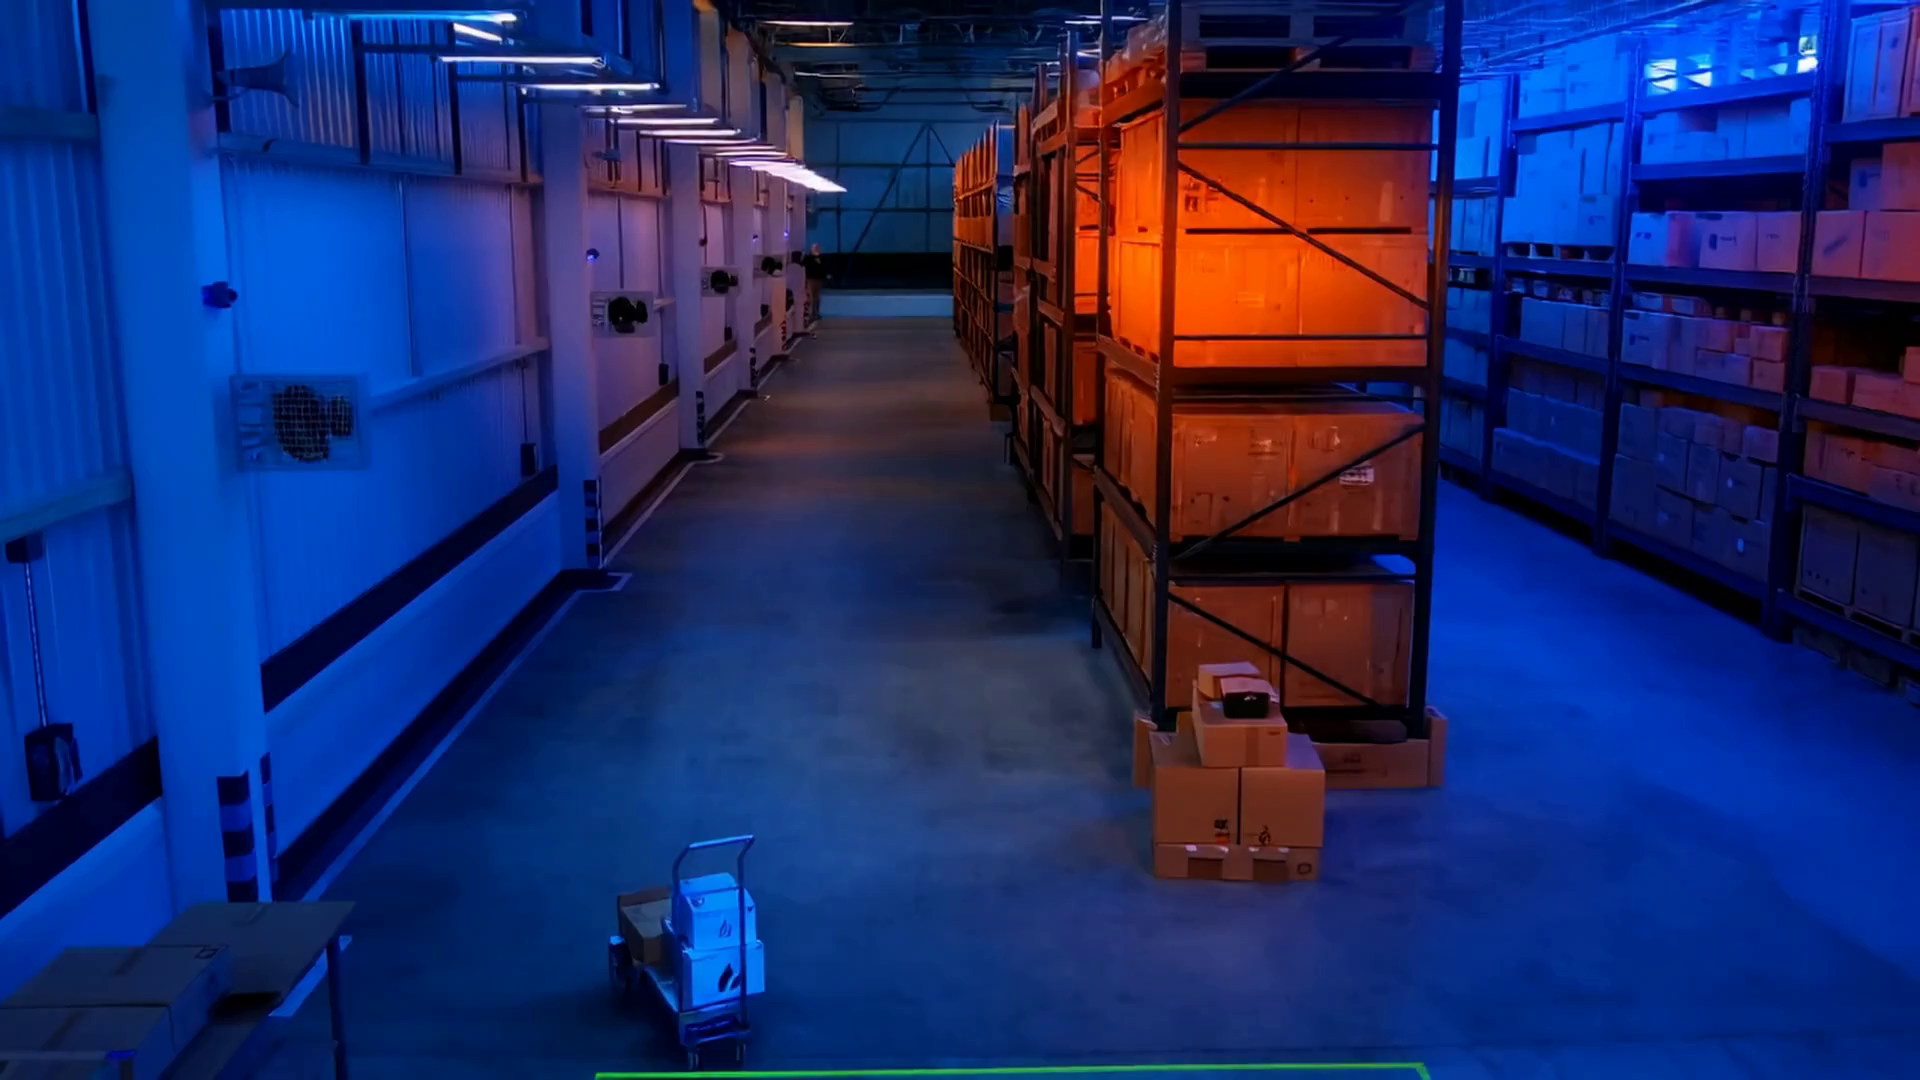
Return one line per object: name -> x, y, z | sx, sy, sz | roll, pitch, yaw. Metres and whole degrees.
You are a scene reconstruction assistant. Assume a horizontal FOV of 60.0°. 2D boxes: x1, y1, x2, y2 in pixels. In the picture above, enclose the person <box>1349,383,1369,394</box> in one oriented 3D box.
person -> 6.906, -2.390, 28.826 | 0.487, 1.904, 0.620 | 0, 11, -2
